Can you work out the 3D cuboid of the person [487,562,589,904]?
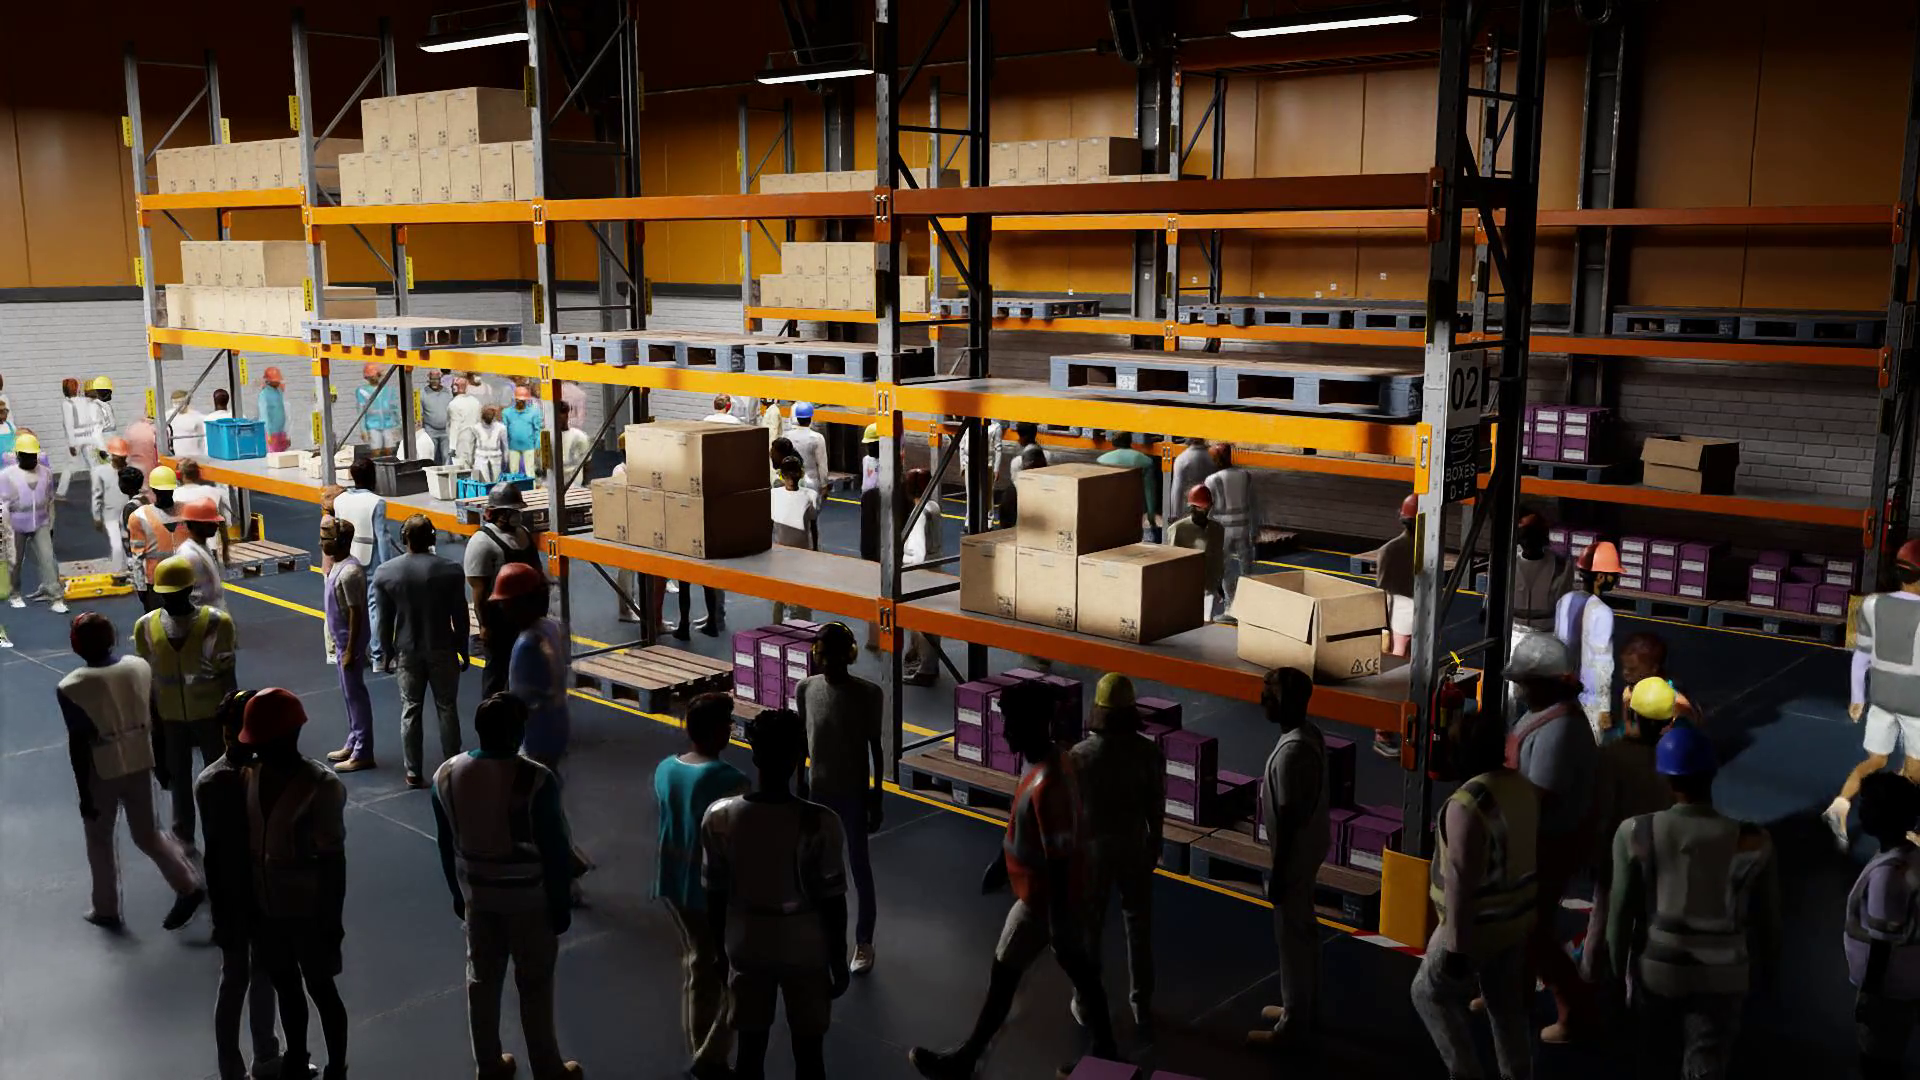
[{"bbox_3d":[-2.428,1.122,9.418,0.475,2.018,0.602,-1,10,-7],"label":"person"}]

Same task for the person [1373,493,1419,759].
[{"bbox_3d":[3.336,0.628,12.310,0.620,1.986,0.409,-6,12,-30],"label":"person"}]

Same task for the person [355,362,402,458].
[{"bbox_3d":[-8.926,-1.740,25.622,0.705,2.019,0.573,-7,12,-35],"label":"person"}]

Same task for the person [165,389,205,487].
[{"bbox_3d":[-10.348,-1.095,22.303,0.619,1.902,0.886,0,10,-2],"label":"person"}]

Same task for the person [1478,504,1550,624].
[{"bbox_3d":[4.549,0.573,13.225,0.889,1.789,0.648,-1,10,-7],"label":"person"}]

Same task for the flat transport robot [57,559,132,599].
[{"bbox_3d":[-9.665,0.408,18.383,0.652,0.197,1.431,-8,13,-37],"label":"flat transport robot"}]

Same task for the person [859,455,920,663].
[{"bbox_3d":[-0.595,0.141,15.163,0.634,1.959,0.890,-5,11,-27],"label":"person"}]

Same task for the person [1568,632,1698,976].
[{"bbox_3d":[3.511,1.367,8.500,1.031,1.849,0.677,0,10,0],"label":"person"}]

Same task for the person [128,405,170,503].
[{"bbox_3d":[-10.007,-0.790,20.714,0.675,1.857,0.807,6,12,31],"label":"person"}]

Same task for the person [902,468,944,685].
[{"bbox_3d":[-0.327,0.315,14.359,0.360,1.883,0.574,2,10,13],"label":"person"}]

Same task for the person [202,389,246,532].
[{"bbox_3d":[-9.611,-1.022,21.814,0.375,1.917,0.598,7,12,36],"label":"person"}]

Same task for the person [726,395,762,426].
[{"bbox_3d":[-3.260,-1.608,25.075,0.605,1.940,0.404,-6,12,-32],"label":"person"}]

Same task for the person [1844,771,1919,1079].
[{"bbox_3d":[3.732,1.767,6.712,0.320,1.686,0.539,7,12,35],"label":"person"}]

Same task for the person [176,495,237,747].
[{"bbox_3d":[-5.646,0.613,12.538,0.428,1.928,0.567,-3,11,-17],"label":"person"}]

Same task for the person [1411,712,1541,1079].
[{"bbox_3d":[2.235,1.640,7.077,0.661,1.810,0.507,-10,14,-43],"label":"person"}]

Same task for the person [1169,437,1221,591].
[{"bbox_3d":[2.572,-0.322,17.967,0.657,1.884,0.525,-6,12,-30],"label":"person"}]

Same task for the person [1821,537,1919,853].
[{"bbox_3d":[5.719,0.985,10.194,0.800,2.022,0.611,-5,11,-27],"label":"person"}]

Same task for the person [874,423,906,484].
[{"bbox_3d":[-0.872,-0.911,21.175,0.393,1.927,0.549,8,13,38],"label":"person"}]

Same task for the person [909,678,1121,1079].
[{"bbox_3d":[0.292,1.533,7.395,0.989,1.903,0.618,1,10,7],"label":"person"}]

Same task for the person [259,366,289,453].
[{"bbox_3d":[-10.512,-1.682,25.444,0.517,1.961,0.654,0,10,2],"label":"person"}]

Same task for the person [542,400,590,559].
[{"bbox_3d":[-4.790,-0.766,20.337,0.598,1.932,0.804,3,10,15],"label":"person"}]

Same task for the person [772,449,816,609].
[{"bbox_3d":[-1.782,-0.138,17.570,0.545,1.667,0.738,6,12,32],"label":"person"}]

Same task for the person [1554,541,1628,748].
[{"bbox_3d":[3.982,0.962,10.545,0.376,1.935,0.550,-2,10,-10],"label":"person"}]

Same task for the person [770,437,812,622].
[{"bbox_3d":[-1.673,-0.067,16.456,0.402,1.909,0.588,2,10,13],"label":"person"}]

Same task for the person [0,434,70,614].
[{"bbox_3d":[-9.652,-0.176,17.190,0.972,1.874,0.596,8,13,37],"label":"person"}]

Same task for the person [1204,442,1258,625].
[{"bbox_3d":[2.750,-0.066,16.627,0.743,1.844,0.355,-4,11,-19],"label":"person"}]

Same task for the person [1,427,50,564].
[{"bbox_3d":[-11.088,-0.519,19.790,0.519,1.633,0.311,-4,11,-21],"label":"person"}]

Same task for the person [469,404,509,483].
[{"bbox_3d":[-6.566,-1.110,23.183,0.540,1.611,0.644,-4,11,-21],"label":"person"}]

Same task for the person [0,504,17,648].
[{"bbox_3d":[-9.227,0.205,15.728,0.606,1.612,0.530,5,11,28],"label":"person"}]

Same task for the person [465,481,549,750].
[{"bbox_3d":[-3.359,0.558,12.537,0.537,2.000,0.689,3,11,19],"label":"person"}]

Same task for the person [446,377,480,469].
[{"bbox_3d":[-7.164,-1.385,23.903,0.406,1.906,0.654,3,10,16],"label":"person"}]

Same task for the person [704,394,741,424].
[{"bbox_3d":[-3.142,-1.011,21.993,0.560,1.836,0.394,5,11,24],"label":"person"}]

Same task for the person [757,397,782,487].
[{"bbox_3d":[-2.795,-1.399,24.459,0.352,1.738,0.574,-3,10,-15],"label":"person"}]

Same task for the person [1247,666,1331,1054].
[{"bbox_3d":[1.561,1.492,7.841,0.350,1.838,0.505,4,11,23],"label":"person"}]

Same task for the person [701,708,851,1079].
[{"bbox_3d":[-0.724,1.631,6.678,0.603,1.966,0.368,2,10,11],"label":"person"}]

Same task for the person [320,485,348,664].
[{"bbox_3d":[-5.639,0.307,15.108,0.280,1.631,0.507,-1,10,-6],"label":"person"}]

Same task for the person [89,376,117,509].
[{"bbox_3d":[-12.192,-1.371,23.766,0.365,1.927,0.588,-2,10,-12],"label":"person"}]

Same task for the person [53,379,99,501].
[{"bbox_3d":[-13.074,-1.475,24.626,0.992,1.840,0.576,2,10,9],"label":"person"}]
